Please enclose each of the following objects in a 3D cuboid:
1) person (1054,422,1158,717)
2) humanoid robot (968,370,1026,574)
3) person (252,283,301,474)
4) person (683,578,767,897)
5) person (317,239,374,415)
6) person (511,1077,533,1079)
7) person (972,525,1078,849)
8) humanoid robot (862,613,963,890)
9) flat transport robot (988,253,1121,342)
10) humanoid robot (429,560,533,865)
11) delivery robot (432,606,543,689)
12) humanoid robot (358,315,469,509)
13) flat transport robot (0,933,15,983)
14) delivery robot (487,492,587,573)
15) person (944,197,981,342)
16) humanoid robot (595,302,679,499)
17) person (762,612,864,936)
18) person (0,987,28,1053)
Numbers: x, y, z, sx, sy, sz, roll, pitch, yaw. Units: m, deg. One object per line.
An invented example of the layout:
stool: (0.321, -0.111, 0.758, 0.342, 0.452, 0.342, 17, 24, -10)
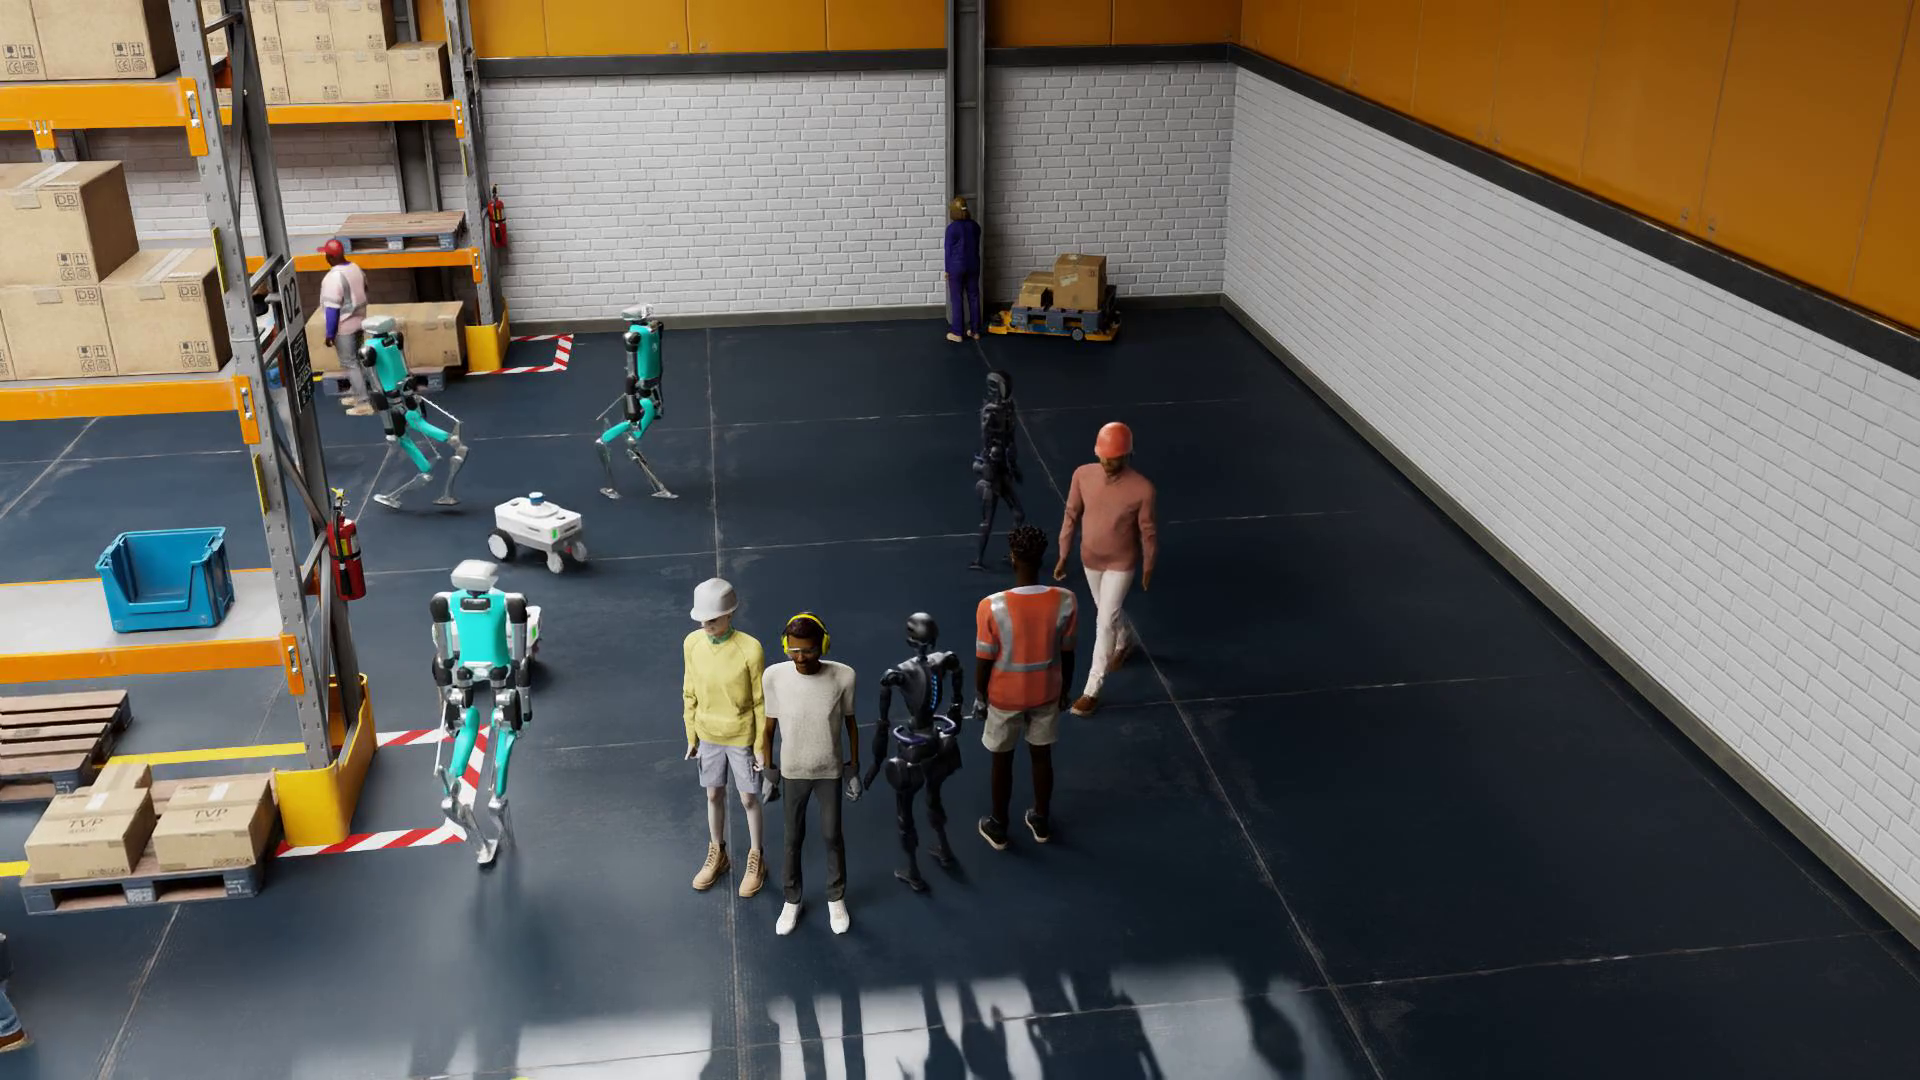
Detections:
person: (0.986, 0.114, 11.067, 0.614, 1.943, 1.043, 16, 28, 32)
humanoid robot: (0.313, -0.511, 12.816, 0.526, 1.641, 0.587, 10, 26, 21)
person: (-6.075, -1.391, 14.633, 0.624, 1.834, 0.430, -4, 24, -10)
person: (-1.258, 1.056, 8.977, 0.487, 1.888, 0.396, 7, 25, 15)
person: (-6.037, -2.092, 16.346, 0.478, 1.758, 0.612, 4, 24, 10)
person: (-1.343, 2.606, 5.465, 0.600, 1.884, 0.954, -11, 26, -24)
person: (0.364, 0.843, 9.391, 0.613, 1.951, 0.386, -8, 25, -17)
humanoid robot: (-0.243, 1.147, 9.027, 0.596, 1.655, 0.355, -16, 28, -32)
flat transport robot: (1.094, -2.500, 19.091, 1.431, 0.231, 0.659, 6, 24, 13)
humanoid robot: (-2.654, 1.086, 9.214, 0.540, 1.873, 0.740, 0, 24, -1)
delivery robot: (-3.282, 0.686, 11.487, 0.773, 0.601, 0.513, -3, 24, -8)
humanoid robot: (-4.507, -0.999, 13.853, 0.994, 1.728, 0.537, 6, 24, 12)
flat transport robot: (-5.451, 2.343, 8.059, 1.431, 0.231, 0.659, 13, 27, 27)
delivery robot: (-3.362, -0.082, 13.249, 0.816, 0.612, 0.499, 15, 28, 30)
person: (0.012, -3.040, 18.656, 0.444, 1.614, 0.387, -13, 27, -27)
humanoid robot: (-2.896, -1.171, 14.256, 0.869, 1.783, 0.549, 8, 25, 17)
person: (-0.767, 1.215, 8.639, 0.530, 1.868, 0.309, -1, 24, -2)
person: (-4.821, 1.648, 7.566, 0.732, 1.940, 0.640, -15, 28, -30)
